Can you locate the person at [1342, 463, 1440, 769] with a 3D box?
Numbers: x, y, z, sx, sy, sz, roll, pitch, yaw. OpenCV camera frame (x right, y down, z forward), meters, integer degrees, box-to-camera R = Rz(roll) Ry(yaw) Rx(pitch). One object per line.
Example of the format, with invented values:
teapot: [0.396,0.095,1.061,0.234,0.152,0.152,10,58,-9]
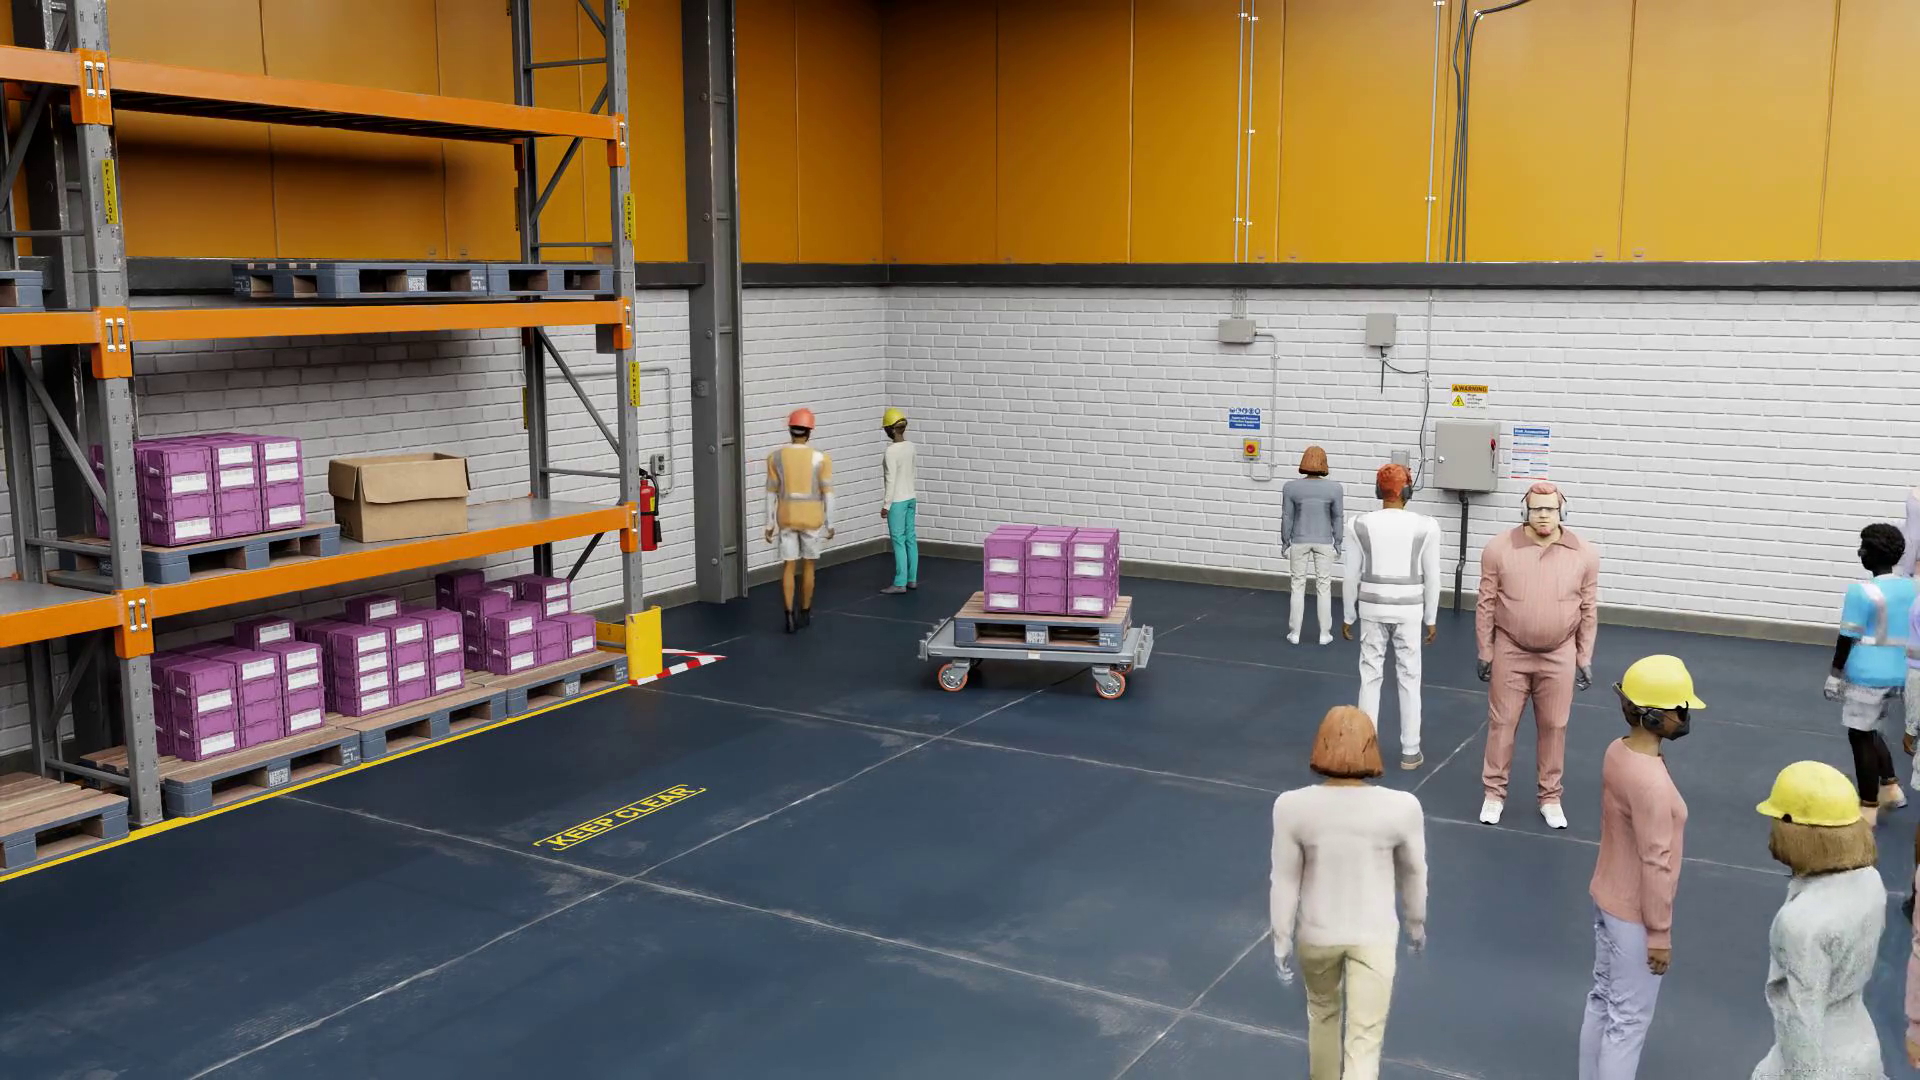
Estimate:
person: [2.635,0.468,10.188,0.573,1.884,0.359,3,10,17]

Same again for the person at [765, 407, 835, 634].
person: [-1.358,-0.171,14.124,0.585,1.934,0.494,0,9,1]

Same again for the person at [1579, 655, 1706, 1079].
person: [2.312,1.254,5.649,0.310,1.768,0.533,1,9,7]

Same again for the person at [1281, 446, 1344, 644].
person: [2.879,0.044,13.613,0.507,1.633,0.278,2,9,11]

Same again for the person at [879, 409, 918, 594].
person: [-0.595,-0.363,15.768,0.327,1.761,0.522,4,10,26]

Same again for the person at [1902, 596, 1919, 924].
person: [4.636,0.847,7.652,0.544,1.939,0.354,5,11,30]

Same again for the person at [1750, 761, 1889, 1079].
person: [2.443,1.454,4.594,0.490,1.704,0.854,-6,11,-35]

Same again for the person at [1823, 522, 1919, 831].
person: [4.983,0.743,9.099,0.542,1.685,0.368,-5,11,-30]

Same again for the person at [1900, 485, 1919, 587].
person: [6.974,0.230,11.809,0.626,1.844,0.429,1,9,4]

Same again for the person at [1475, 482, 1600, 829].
person: [3.150,0.629,9.112,0.638,1.909,0.408,2,9,12]

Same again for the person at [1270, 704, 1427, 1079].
person: [1.300,1.348,5.610,0.512,1.592,0.863,3,10,18]

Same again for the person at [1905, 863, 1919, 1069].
person: [3.046,1.398,4.937,0.540,1.727,0.864,0,9,-2]
